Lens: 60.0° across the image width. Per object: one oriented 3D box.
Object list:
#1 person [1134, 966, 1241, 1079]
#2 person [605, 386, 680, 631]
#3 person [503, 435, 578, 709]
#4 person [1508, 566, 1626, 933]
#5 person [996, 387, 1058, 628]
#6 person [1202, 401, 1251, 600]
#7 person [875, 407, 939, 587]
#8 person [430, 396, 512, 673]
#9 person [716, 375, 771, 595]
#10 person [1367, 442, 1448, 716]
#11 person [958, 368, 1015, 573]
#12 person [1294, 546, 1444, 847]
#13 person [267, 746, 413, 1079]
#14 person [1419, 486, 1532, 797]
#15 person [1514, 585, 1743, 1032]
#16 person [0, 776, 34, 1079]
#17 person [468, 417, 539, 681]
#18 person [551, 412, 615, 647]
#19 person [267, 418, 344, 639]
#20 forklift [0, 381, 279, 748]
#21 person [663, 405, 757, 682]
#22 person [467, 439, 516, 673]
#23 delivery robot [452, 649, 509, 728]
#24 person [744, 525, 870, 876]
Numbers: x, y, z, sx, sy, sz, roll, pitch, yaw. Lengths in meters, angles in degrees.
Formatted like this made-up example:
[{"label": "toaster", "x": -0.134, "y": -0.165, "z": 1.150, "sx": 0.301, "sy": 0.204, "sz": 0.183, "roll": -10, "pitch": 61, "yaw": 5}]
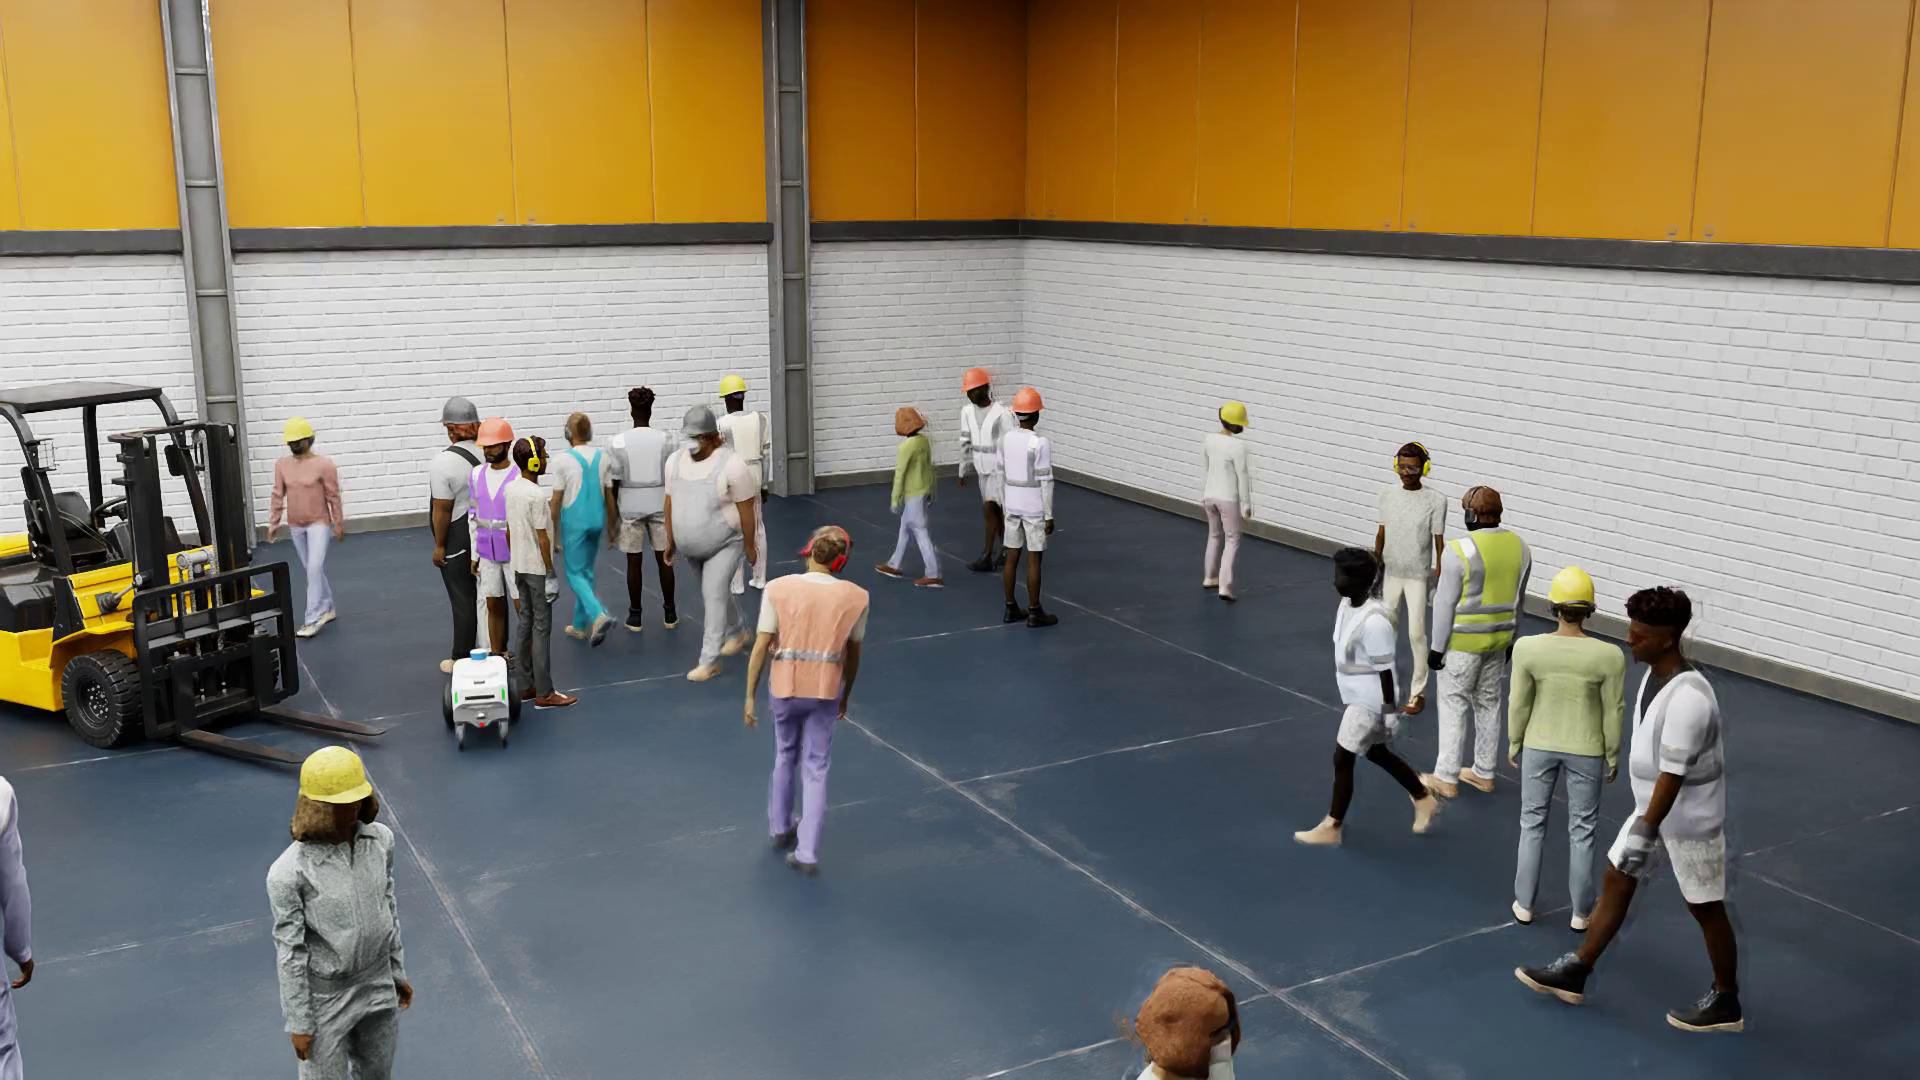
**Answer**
[{"label": "person", "x": 0.576, "y": 1.845, "z": 4.371, "sx": 0.853, "sy": 1.592, "sz": 0.500, "roll": 7, "pitch": 14, "yaw": 28}, {"label": "person", "x": -2.516, "y": -0.248, "z": 13.299, "sx": 0.613, "sy": 1.963, "sz": 0.362, "roll": -4, "pitch": 13, "yaw": -18}, {"label": "person", "x": -2.894, "y": 0.216, "z": 11.349, "sx": 0.329, "sy": 1.873, "sz": 0.515, "roll": -11, "pitch": 17, "yaw": -43}, {"label": "person", "x": 2.875, "y": 0.997, "z": 7.930, "sx": 0.524, "sy": 1.772, "sz": 0.305, "roll": 6, "pitch": 13, "yaw": 25}, {"label": "person", "x": 0.546, "y": -0.260, "z": 13.415, "sx": 0.545, "sy": 1.942, "sz": 0.351, "roll": 11, "pitch": 16, "yaw": 41}, {"label": "person", "x": 2.281, "y": -0.353, "z": 14.386, "sx": 0.545, "sy": 1.732, "sz": 0.578, "roll": -8, "pitch": 14, "yaw": -33}, {"label": "person", "x": -0.509, "y": -0.392, "z": 14.822, "sx": 0.799, "sy": 1.594, "sz": 0.506, "roll": 5, "pitch": 13, "yaw": 24}, {"label": "person", "x": -3.623, "y": -0.046, "z": 12.178, "sx": 0.538, "sy": 2.000, "sz": 0.684, "roll": 8, "pitch": 14, "yaw": 32}, {"label": "person", "x": -1.921, "y": -0.477, "z": 14.480, "sx": 0.584, "sy": 1.921, "sz": 0.381, "roll": -10, "pitch": 16, "yaw": -39}, {"label": "person", "x": 3.003, "y": 0.255, "z": 11.208, "sx": 0.519, "sy": 1.860, "sz": 0.323, "roll": 10, "pitch": 16, "yaw": 40}, {"label": "person", "x": 0.257, "y": -0.647, "z": 15.348, "sx": 0.562, "sy": 1.880, "sz": 0.886, "roll": 10, "pitch": 16, "yaw": 39}, {"label": "person", "x": 2.259, "y": 0.839, "z": 8.938, "sx": 0.808, "sy": 1.653, "sz": 0.565, "roll": 0, "pitch": 12, "yaw": -1}, {"label": "person", "x": -2.029, "y": 1.519, "z": 5.542, "sx": 0.295, "sy": 1.743, "sz": 0.493, "roll": 6, "pitch": 14, "yaw": 27}, {"label": "person", "x": 2.999, "y": 0.593, "z": 9.693, "sx": 0.643, "sy": 1.830, "sz": 0.429, "roll": -6, "pitch": 13, "yaw": -25}, {"label": "person", "x": 2.881, "y": 1.131, "z": 6.956, "sx": 0.976, "sy": 1.907, "sz": 0.617, "roll": 1, "pitch": 12, "yaw": 4}, {"label": "person", "x": -3.411, "y": 1.436, "z": 5.554, "sx": 0.591, "sy": 1.912, "sz": 0.389, "roll": -10, "pitch": 15, "yaw": -38}, {"label": "person", "x": -3.237, "y": 0.090, "z": 11.782, "sx": 0.542, "sy": 1.938, "sz": 0.358, "roll": 3, "pitch": 12, "yaw": 14}, {"label": "person", "x": -2.858, "y": -0.065, "z": 12.848, "sx": 0.564, "sy": 1.808, "sz": 0.753, "roll": -11, "pitch": 16, "yaw": -42}, {"label": "person", "x": -5.201, "y": -0.105, "z": 13.189, "sx": 0.544, "sy": 1.730, "sz": 0.753, "roll": 3, "pitch": 12, "yaw": 12}, {"label": "forklift", "x": -5.853, "y": 0.085, "z": 11.199, "sx": 2.313, "sy": 2.155, "sz": 1.214, "roll": 7, "pitch": 14, "yaw": 28}, {"label": "person", "x": -1.809, "y": -0.065, "z": 12.267, "sx": 0.689, "sy": 2.000, "sz": 0.985, "roll": 6, "pitch": 14, "yaw": 28}, {"label": "person", "x": -3.432, "y": 0.053, "z": 12.198, "sx": 0.403, "sy": 1.835, "sz": 0.587, "roll": -4, "pitch": 13, "yaw": -17}, {"label": "delivery robot", "x": -3.113, "y": 0.950, "z": 10.792, "sx": 0.477, "sy": 0.478, "sz": 0.707, "roll": -3, "pitch": 13, "yaw": -15}, {"label": "person", "x": -0.798, "y": 0.810, "z": 8.755, "sx": 0.658, "sy": 1.792, "sz": 0.733, "roll": -1, "pitch": 12, "yaw": -6}]
